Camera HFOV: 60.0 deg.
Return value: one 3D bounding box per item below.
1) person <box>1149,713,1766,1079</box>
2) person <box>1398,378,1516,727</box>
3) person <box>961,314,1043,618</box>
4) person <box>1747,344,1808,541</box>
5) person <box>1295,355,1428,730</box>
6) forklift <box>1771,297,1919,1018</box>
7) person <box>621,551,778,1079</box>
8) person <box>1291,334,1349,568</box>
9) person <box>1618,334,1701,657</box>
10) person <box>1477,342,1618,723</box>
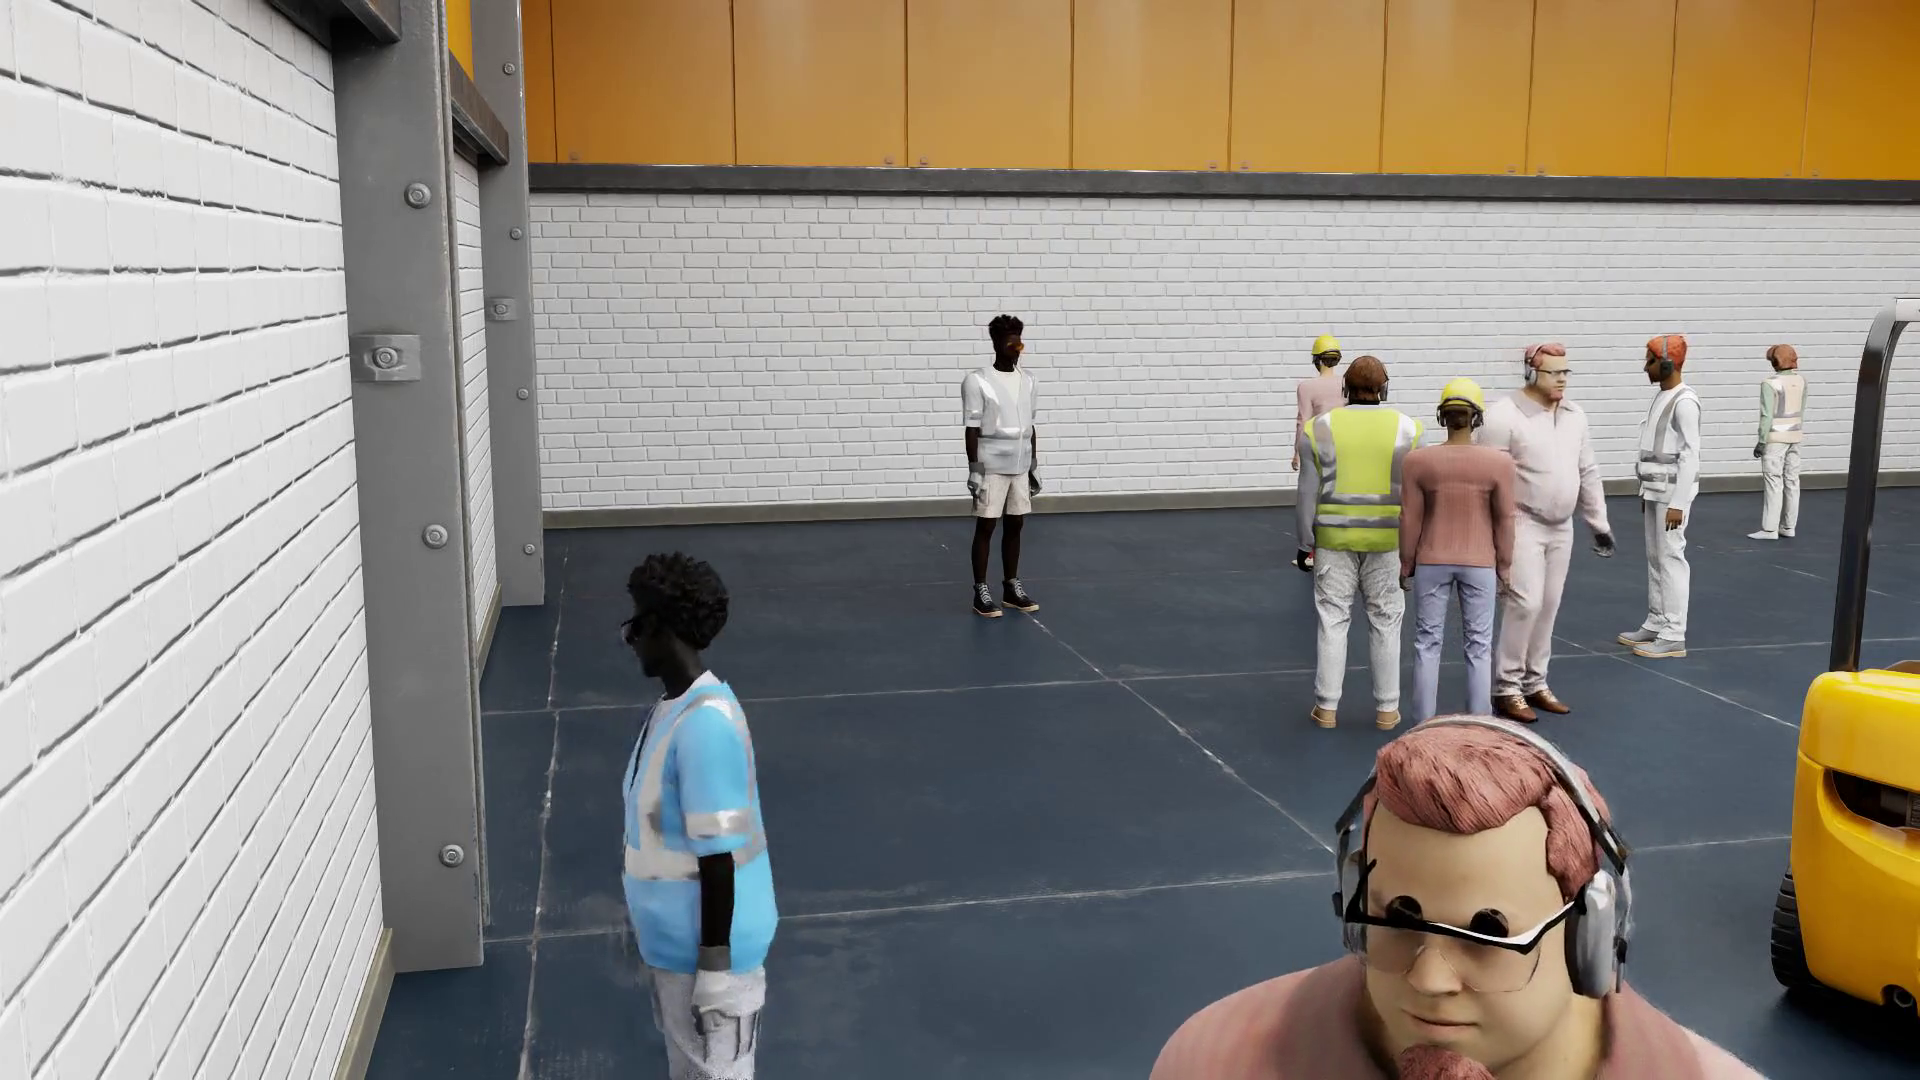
[{"bbox_3d":[0.447,1.083,1.489,0.680,1.905,0.402,4,10,24],"label":"person"},{"bbox_3d":[2.314,0.125,7.777,0.524,1.760,0.326,3,10,19],"label":"person"},{"bbox_3d":[0.285,-0.487,10.867,0.606,1.967,0.367,-7,12,-38],"label":"person"},{"bbox_3d":[6.811,-0.807,13.822,0.515,1.639,0.314,-5,10,-26],"label":"person"},{"bbox_3d":[1.965,0.017,8.183,0.633,1.841,0.429,2,9,9],"label":"person"},{"bbox_3d":[3.542,0.334,5.177,2.313,2.155,1.214,-9,13,-43],"label":"forklift"},{"bbox_3d":[-0.533,0.854,3.615,0.407,1.662,0.649,-3,10,-20],"label":"person"},{"bbox_3d":[2.741,-0.667,12.576,0.534,1.767,0.314,-4,10,-23],"label":"person"},{"bbox_3d":[4.117,-0.257,9.711,0.337,1.884,0.583,1,9,7],"label":"person"},{"bbox_3d":[2.944,-0.047,8.402,0.665,1.897,0.479,-5,11,-29],"label":"person"}]
